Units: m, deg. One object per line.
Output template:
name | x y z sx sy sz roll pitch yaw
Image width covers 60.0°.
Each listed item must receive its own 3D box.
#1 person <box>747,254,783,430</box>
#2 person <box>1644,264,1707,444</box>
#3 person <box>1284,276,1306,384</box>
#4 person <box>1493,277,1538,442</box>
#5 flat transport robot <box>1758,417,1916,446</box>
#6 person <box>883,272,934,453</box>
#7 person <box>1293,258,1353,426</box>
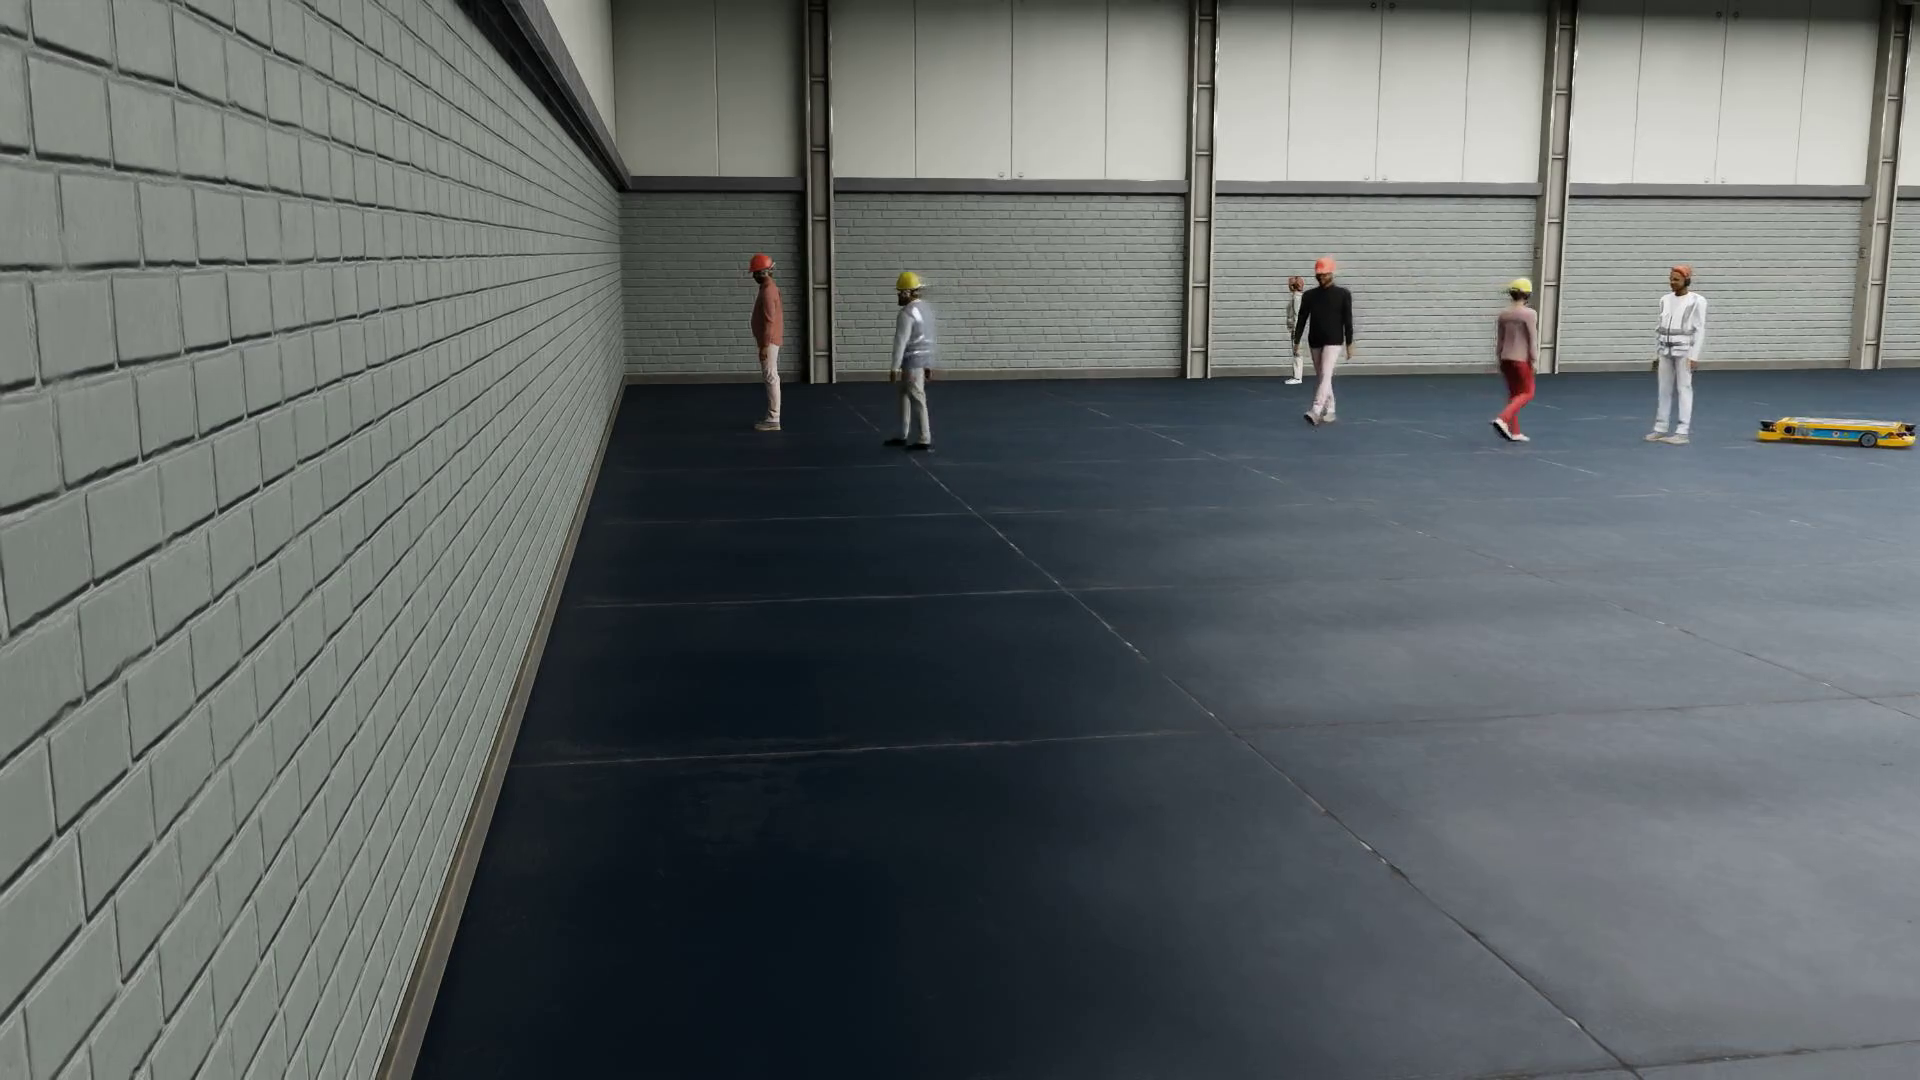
person | -2.200 -2.237 18.877 0.388 1.987 0.608 -1 10 -3
person | 7.568 -1.957 17.564 0.349 1.882 0.586 -5 11 -27
person | 5.118 -3.189 25.352 0.313 1.642 0.513 2 10 13
person | 5.852 -1.893 17.582 0.504 1.747 0.544 -5 11 -25
flat transport robot | 9.271 -1.155 17.583 1.431 0.197 0.652 6 12 32
person | -0.586 -1.783 16.756 0.704 1.807 0.627 3 10 18
person | 4.210 -2.309 19.423 0.654 1.934 1.031 7 12 35
